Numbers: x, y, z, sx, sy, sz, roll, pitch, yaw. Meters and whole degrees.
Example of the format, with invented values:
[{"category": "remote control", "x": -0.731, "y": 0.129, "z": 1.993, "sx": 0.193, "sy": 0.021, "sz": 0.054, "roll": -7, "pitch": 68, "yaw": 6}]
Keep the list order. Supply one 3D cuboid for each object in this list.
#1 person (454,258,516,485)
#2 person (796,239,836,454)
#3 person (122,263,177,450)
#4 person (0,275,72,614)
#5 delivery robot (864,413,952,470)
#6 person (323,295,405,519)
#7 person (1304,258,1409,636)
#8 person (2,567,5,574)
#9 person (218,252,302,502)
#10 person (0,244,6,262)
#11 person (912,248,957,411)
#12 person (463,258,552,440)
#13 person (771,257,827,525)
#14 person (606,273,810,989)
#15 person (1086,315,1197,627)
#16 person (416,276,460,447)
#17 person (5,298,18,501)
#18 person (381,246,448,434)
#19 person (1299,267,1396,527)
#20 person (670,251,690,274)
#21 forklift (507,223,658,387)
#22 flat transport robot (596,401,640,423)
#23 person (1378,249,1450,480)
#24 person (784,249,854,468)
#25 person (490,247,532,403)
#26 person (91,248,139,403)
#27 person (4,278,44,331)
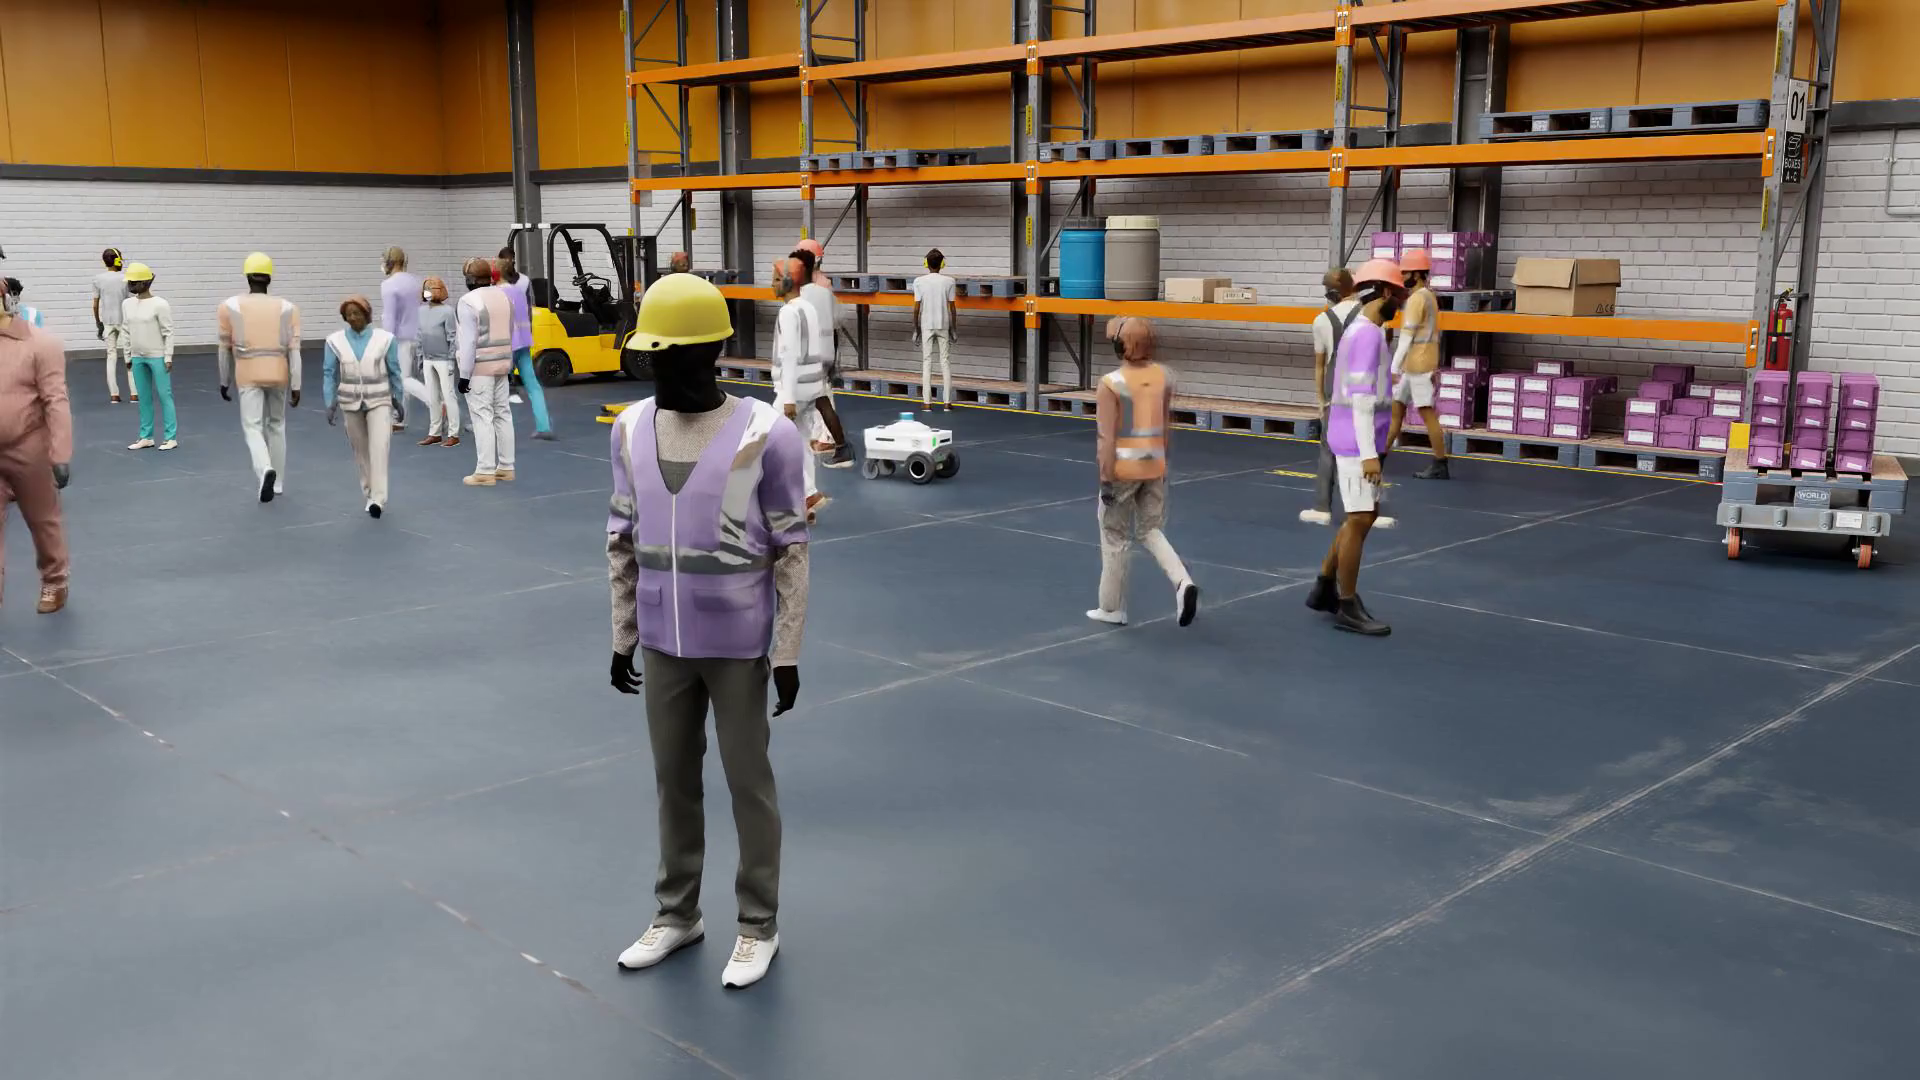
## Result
[{"category": "person", "x": -3.876, "y": -1.366, "z": 13.540, "sx": 0.429, "sy": 1.839, "sz": 0.633, "roll": 4, "pitch": 11, "yaw": 22}, {"category": "person", "x": -1.363, "y": -1.801, "z": 15.521, "sx": 0.407, "sy": 1.985, "sz": 0.619, "roll": -4, "pitch": 11, "yaw": -20}, {"category": "person", "x": -7.654, "y": -1.720, "z": 15.682, "sx": 0.526, "sy": 1.765, "sz": 0.329, "roll": 3, "pitch": 11, "yaw": 14}, {"category": "person", "x": -4.914, "y": -0.458, "z": 8.579, "sx": 0.657, "sy": 1.854, "sz": 1.056, "roll": -2, "pitch": 11, "yaw": -12}, {"category": "delivery robot", "x": -0.432, "y": -0.812, "z": 13.773, "sx": 0.707, "sy": 0.478, "sz": 0.477, "roll": 6, "pitch": 12, "yaw": 27}, {"category": "person", "x": -4.271, "y": -0.942, "z": 11.895, "sx": 0.531, "sy": 1.586, "sz": 0.861, "roll": -2, "pitch": 11, "yaw": -9}, {"category": "person", "x": 2.025, "y": -0.472, "z": 8.526, "sx": 0.454, "sy": 1.903, "sz": 0.605, "roll": 3, "pitch": 11, "yaw": 14}, {"category": "person", "x": -5.903, "y": -0.675, "z": 9.825, "sx": 0.422, "sy": 1.818, "sz": 0.622, "roll": 6, "pitch": 12, "yaw": 29}, {"category": "person", "x": -5.322, "y": -1.243, "z": 12.727, "sx": 0.587, "sy": 1.898, "sz": 0.839, "roll": -7, "pitch": 12, "yaw": -32}, {"category": "person", "x": -12.389, "y": -2.881, "z": 21.253, "sx": 1.013, "sy": 2.000, "sz": 0.700, "roll": -5, "pitch": 11, "yaw": -25}, {"category": "person", "x": -0.294, "y": -2.411, "z": 19.160, "sx": 0.513, "sy": 1.871, "sz": 0.329, "roll": -1, "pitch": 10, "yaw": -4}, {"category": "person", "x": -4.477, "y": -1.877, "z": 16.453, "sx": 0.980, "sy": 1.787, "sz": 0.603, "roll": 5, "pitch": 11, "yaw": 23}, {"category": "person", "x": -1.169, "y": -1.017, "z": 11.557, "sx": 0.415, "sy": 1.866, "sz": 0.597, "roll": 2, "pitch": 11, "yaw": 12}, {"category": "person", "x": -0.697, "y": 0.253, "z": 4.478, "sx": 0.594, "sy": 1.922, "sz": 0.379, "roll": 4, "pitch": 11, "yaw": 22}, {"category": "person", "x": 0.921, "y": -0.332, "z": 8.490, "sx": 0.520, "sy": 1.619, "sz": 0.628, "roll": -7, "pitch": 13, "yaw": -35}, {"category": "person", "x": -5.025, "y": -1.711, "z": 15.980, "sx": 0.500, "sy": 1.636, "sz": 0.282, "roll": 6, "pitch": 12, "yaw": 29}, {"category": "person", "x": -7.316, "y": -1.199, "z": 12.433, "sx": 0.409, "sy": 1.913, "sz": 0.651, "roll": 1, "pitch": 10, "yaw": 5}, {"category": "person", "x": -5.558, "y": -2.006, "z": 16.831, "sx": 0.806, "sy": 1.917, "sz": 0.633, "roll": 1, "pitch": 10, "yaw": 6}, {"category": "person", "x": 2.759, "y": -0.981, "z": 11.573, "sx": 0.670, "sy": 1.805, "sz": 0.341, "roll": 7, "pitch": 12, "yaw": 32}, {"category": "person", "x": -3.100, "y": -2.246, "z": 18.296, "sx": 0.844, "sy": 1.859, "sz": 0.575, "roll": 9, "pitch": 14, "yaw": 42}, {"category": "forklift", "x": -5.316, "y": -3.263, "z": 22.920, "sx": 2.313, "sy": 2.155, "sz": 1.214, "roll": -10, "pitch": 14, "yaw": -44}, {"category": "flat transport robot", "x": -3.106, "y": -1.351, "z": 17.739, "sx": 1.431, "sy": 0.197, "sz": 0.652, "roll": 5, "pitch": 11, "yaw": 25}, {"category": "person", "x": 3.693, "y": -1.450, "z": 13.849, "sx": 0.937, "sy": 1.893, "sz": 0.561, "roll": 4, "pitch": 11, "yaw": 20}, {"category": "person", "x": -1.310, "y": -1.581, "z": 14.571, "sx": 0.980, "sy": 1.913, "sz": 0.618, "roll": 6, "pitch": 12, "yaw": 30}, {"category": "person", "x": -5.548, "y": -2.634, "z": 20.357, "sx": 0.596, "sy": 1.892, "sz": 0.848, "roll": -9, "pitch": 13, "yaw": -39}, {"category": "person", "x": -10.201, "y": -2.588, "z": 20.138, "sx": 0.515, "sy": 1.866, "sz": 0.333, "roll": -1, "pitch": 10, "yaw": -7}, {"category": "person", "x": -8.497, "y": -1.532, "z": 14.968, "sx": 0.548, "sy": 1.638, "sz": 0.757, "roll": -7, "pitch": 13, "yaw": -34}]
